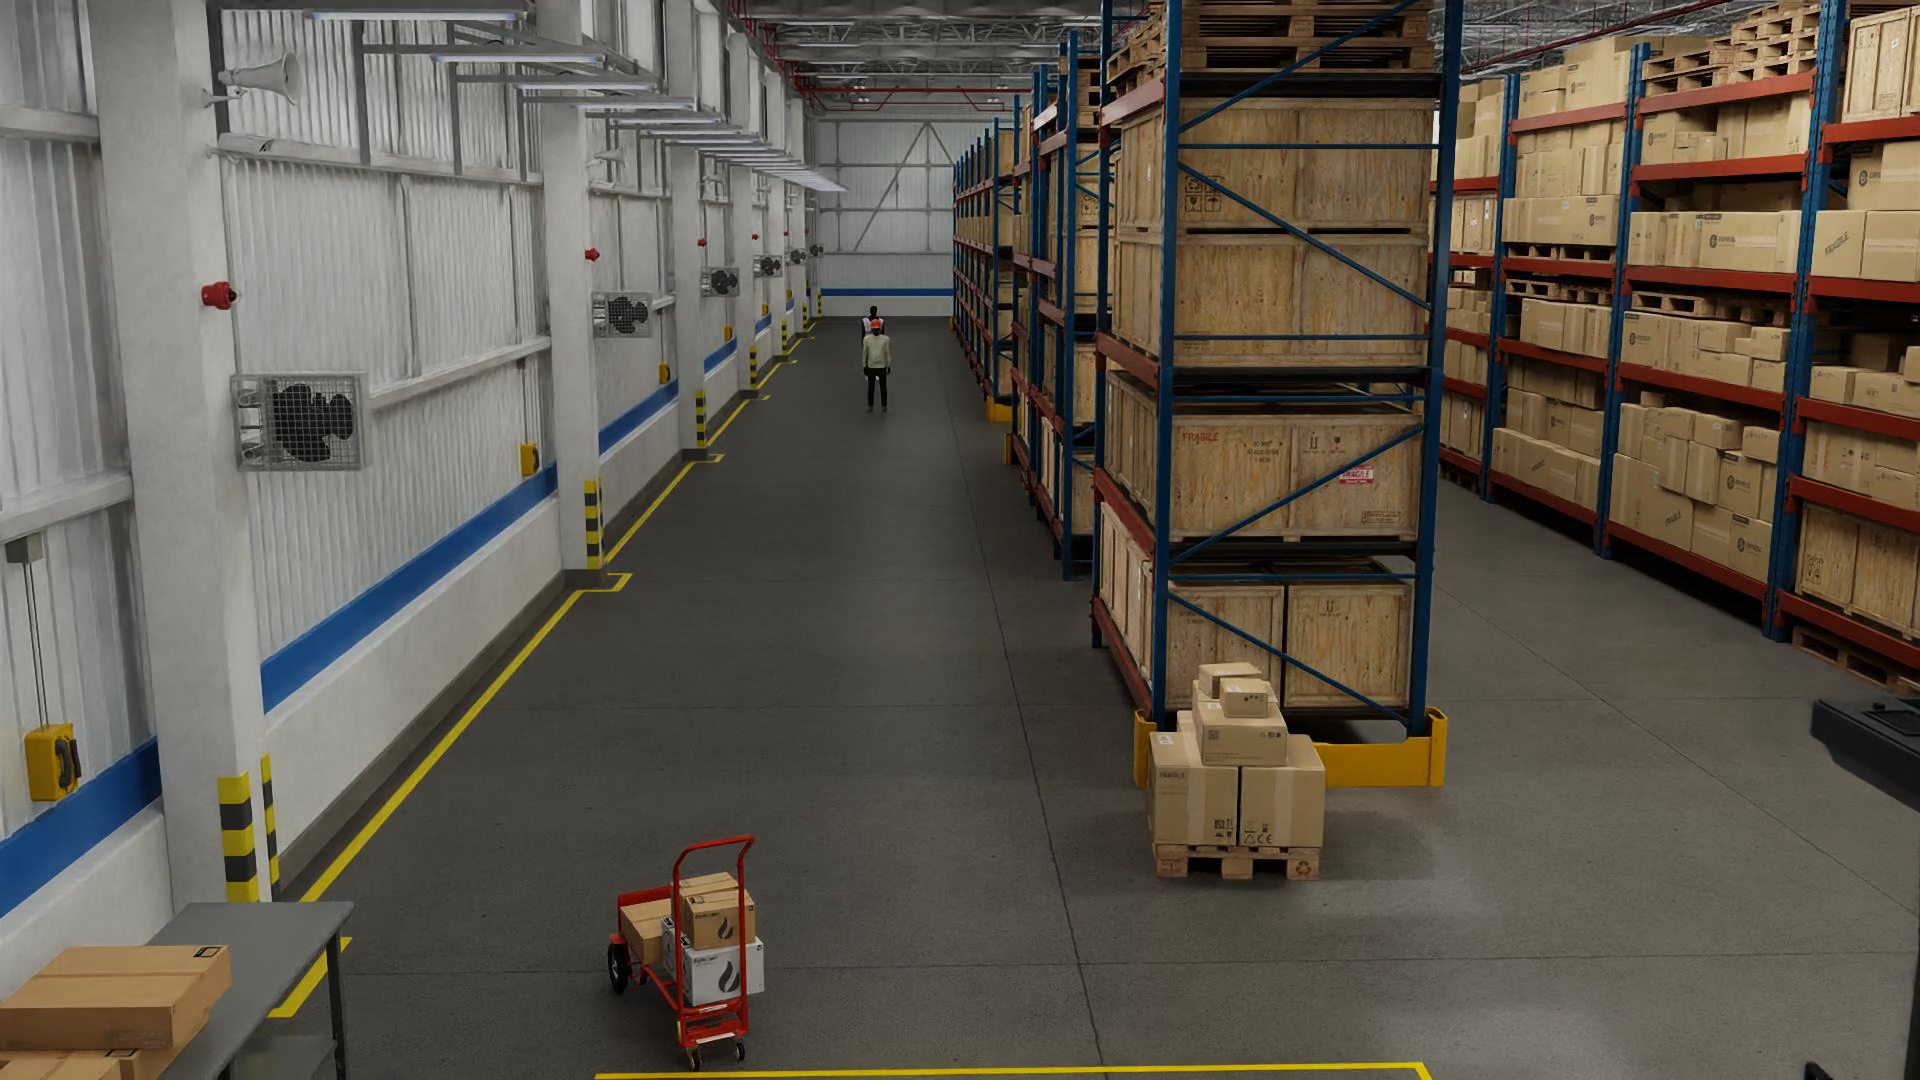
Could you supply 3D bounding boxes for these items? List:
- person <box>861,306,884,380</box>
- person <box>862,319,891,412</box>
[{"bbox_3d":[-2.234,-5.057,42.709,0.598,1.907,0.405,-2,11,-11],"label":"person"},{"bbox_3d":[-1.786,-3.735,35.619,0.614,1.988,0.404,0,11,0],"label":"person"}]
